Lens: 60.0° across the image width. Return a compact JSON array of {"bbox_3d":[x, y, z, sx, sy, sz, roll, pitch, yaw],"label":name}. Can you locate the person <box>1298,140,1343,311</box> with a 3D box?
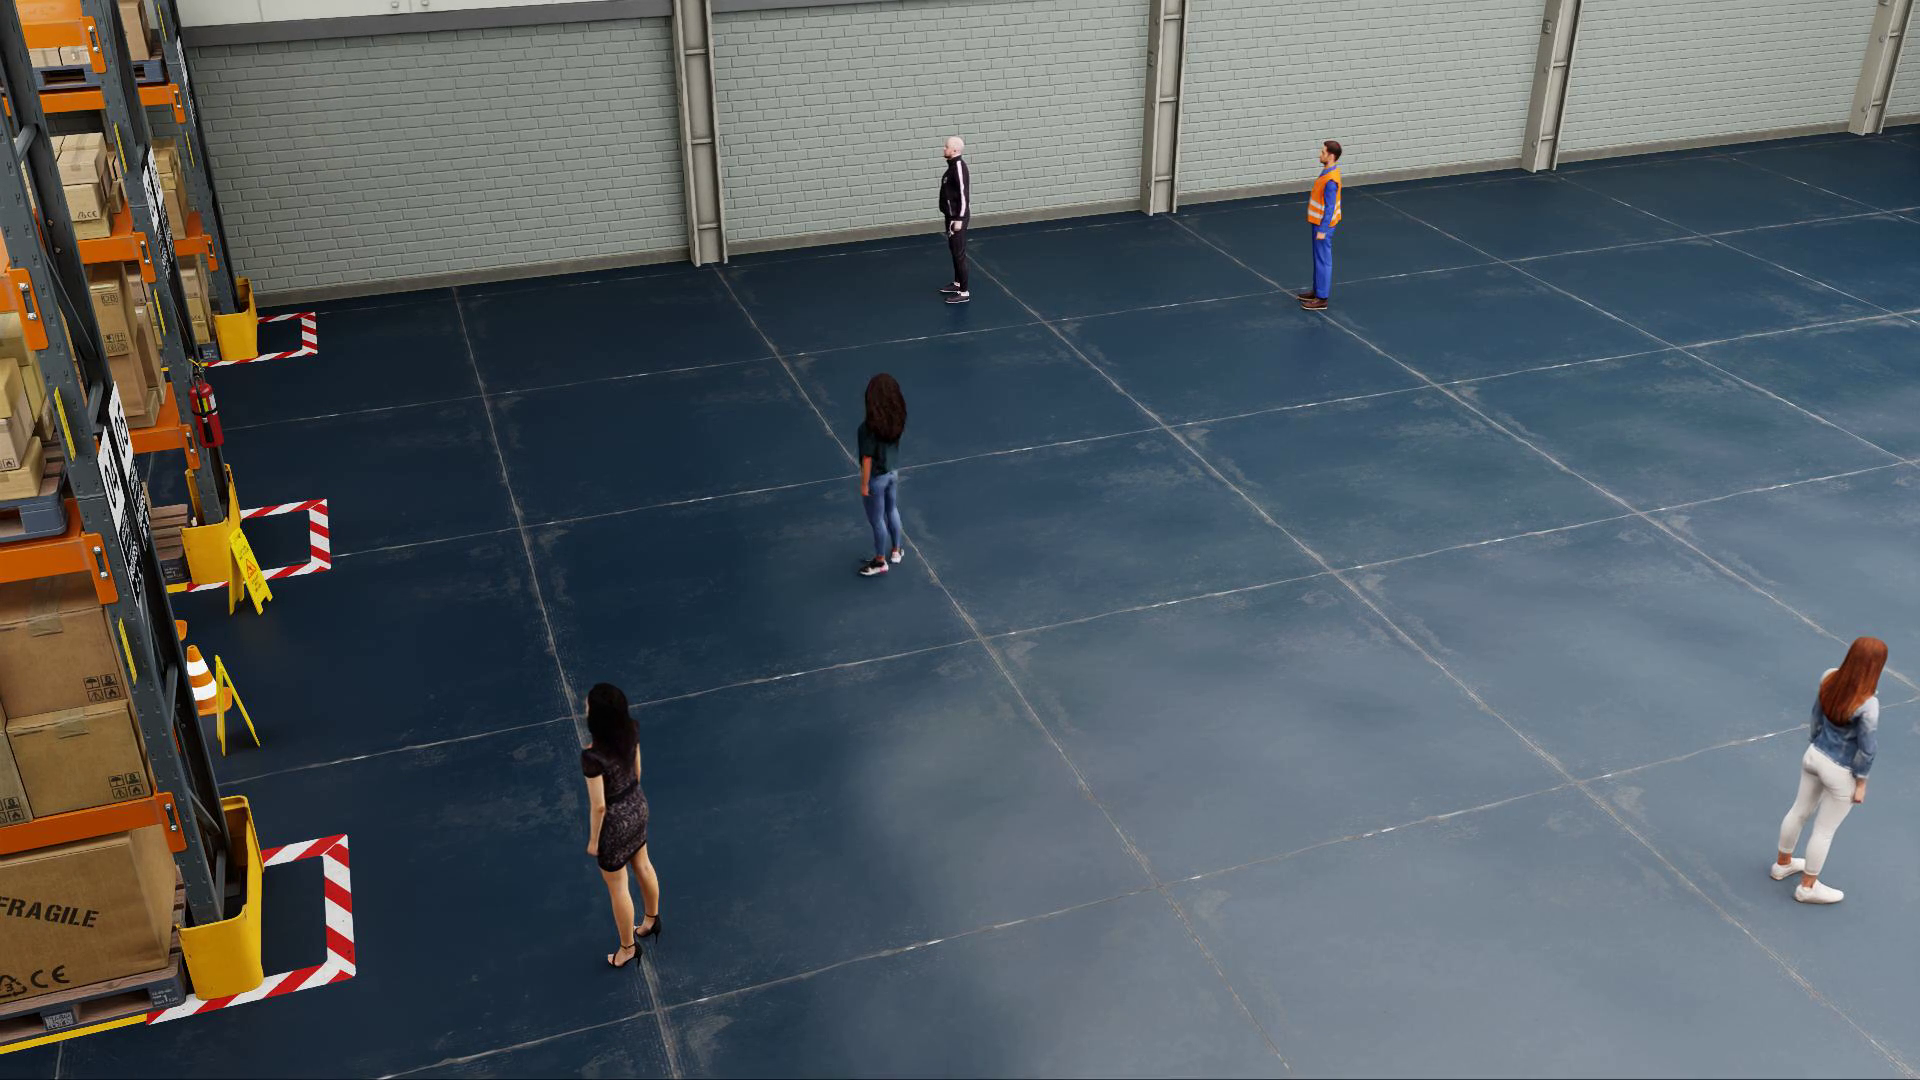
[{"bbox_3d":[4.002,-3.473,18.297,0.759,1.864,0.773,2,28,4],"label":"person"}]

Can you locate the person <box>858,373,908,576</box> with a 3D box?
[{"bbox_3d":[-0.635,-0.489,12.980,0.836,1.595,0.737,9,29,16],"label":"person"}]

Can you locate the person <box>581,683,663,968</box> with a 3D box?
[{"bbox_3d":[-1.833,1.535,8.971,0.699,1.792,0.639,12,30,22],"label":"person"}]

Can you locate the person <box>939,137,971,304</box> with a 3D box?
[{"bbox_3d":[-0.034,-3.577,18.523,0.644,1.836,0.727,-4,28,-7],"label":"person"}]

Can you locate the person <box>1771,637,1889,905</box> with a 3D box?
[{"bbox_3d":[4.977,1.300,9.508,0.549,1.703,0.638,-6,29,-11],"label":"person"}]
